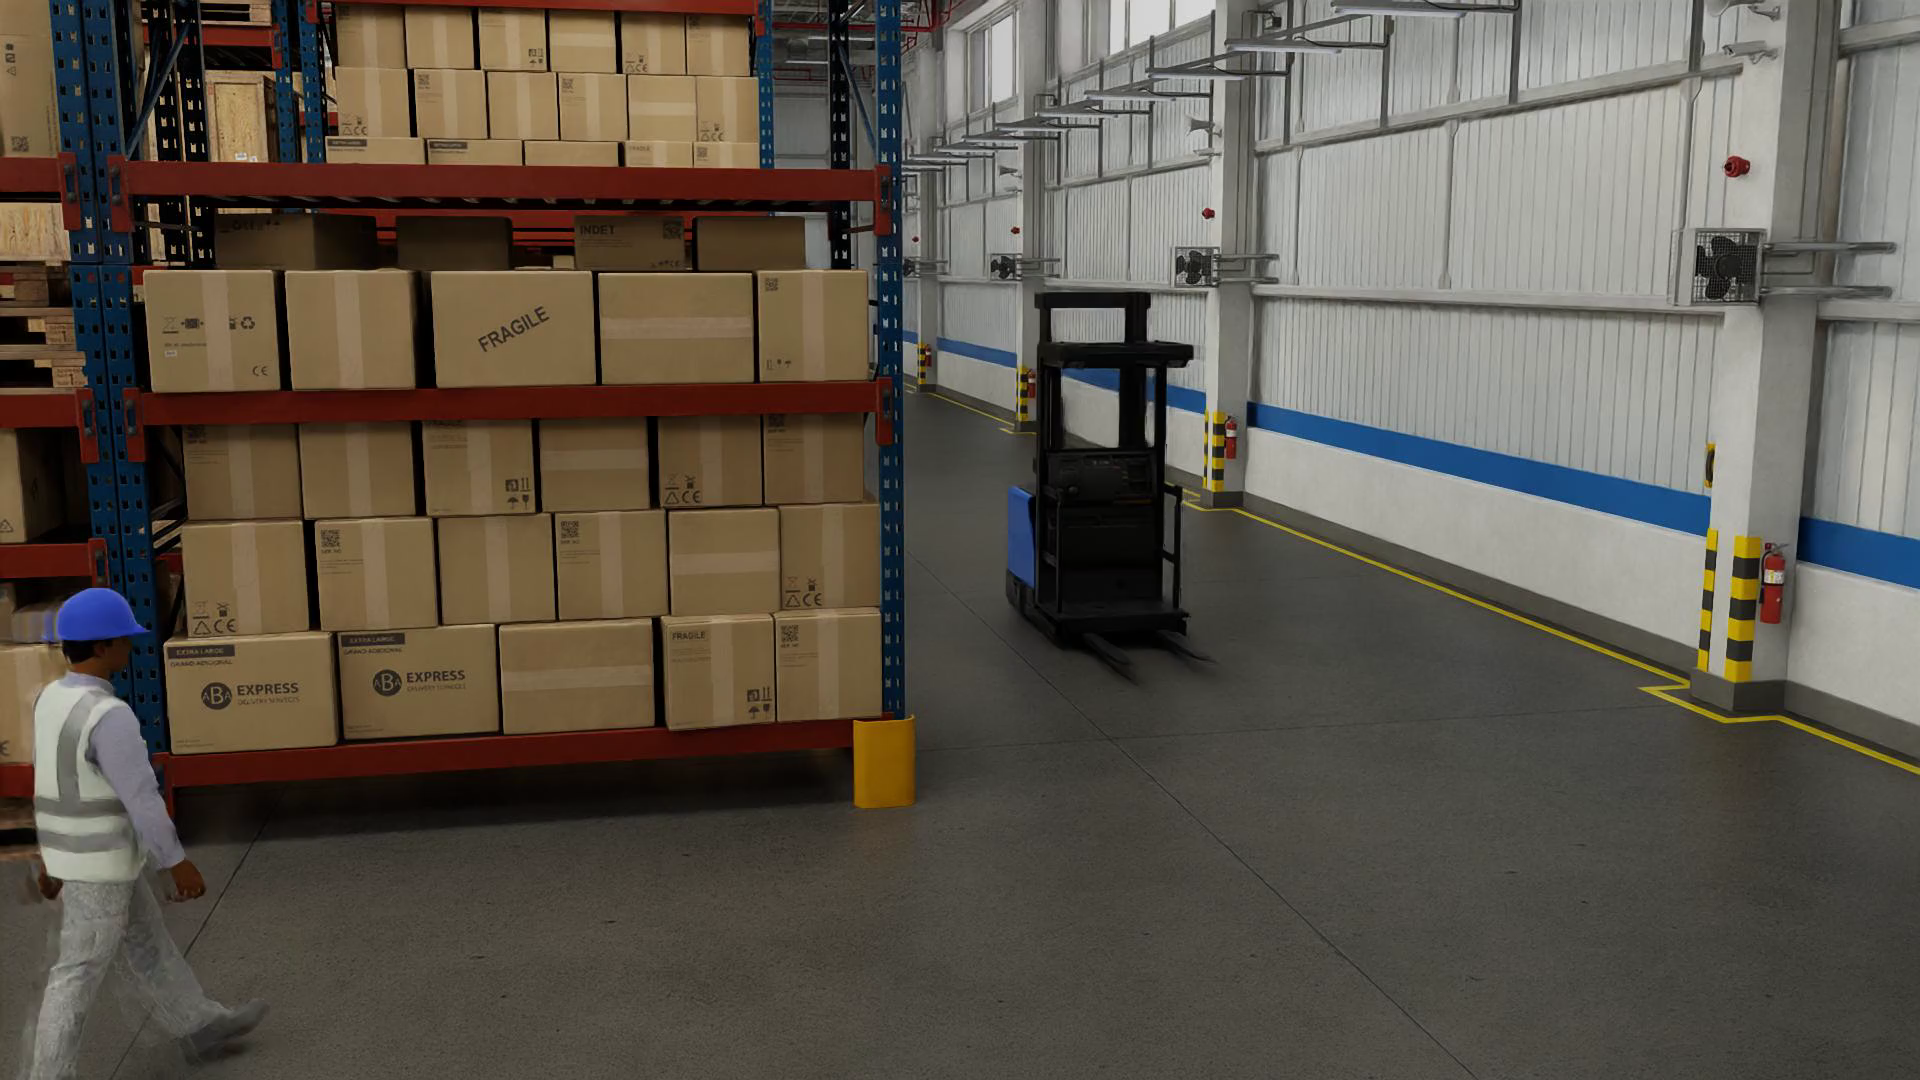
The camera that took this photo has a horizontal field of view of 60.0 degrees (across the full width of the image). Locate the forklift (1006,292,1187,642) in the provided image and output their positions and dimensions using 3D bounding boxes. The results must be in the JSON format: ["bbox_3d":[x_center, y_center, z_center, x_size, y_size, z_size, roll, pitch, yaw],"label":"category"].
[{"bbox_3d":[1.100,-0.704,14.092,1.129,2.768,1.873,-2,10,-12],"label":"forklift"}]

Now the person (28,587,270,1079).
[{"bbox_3d":[-2.974,1.110,6.003,0.977,1.899,0.615,-8,13,-42],"label":"person"}]
